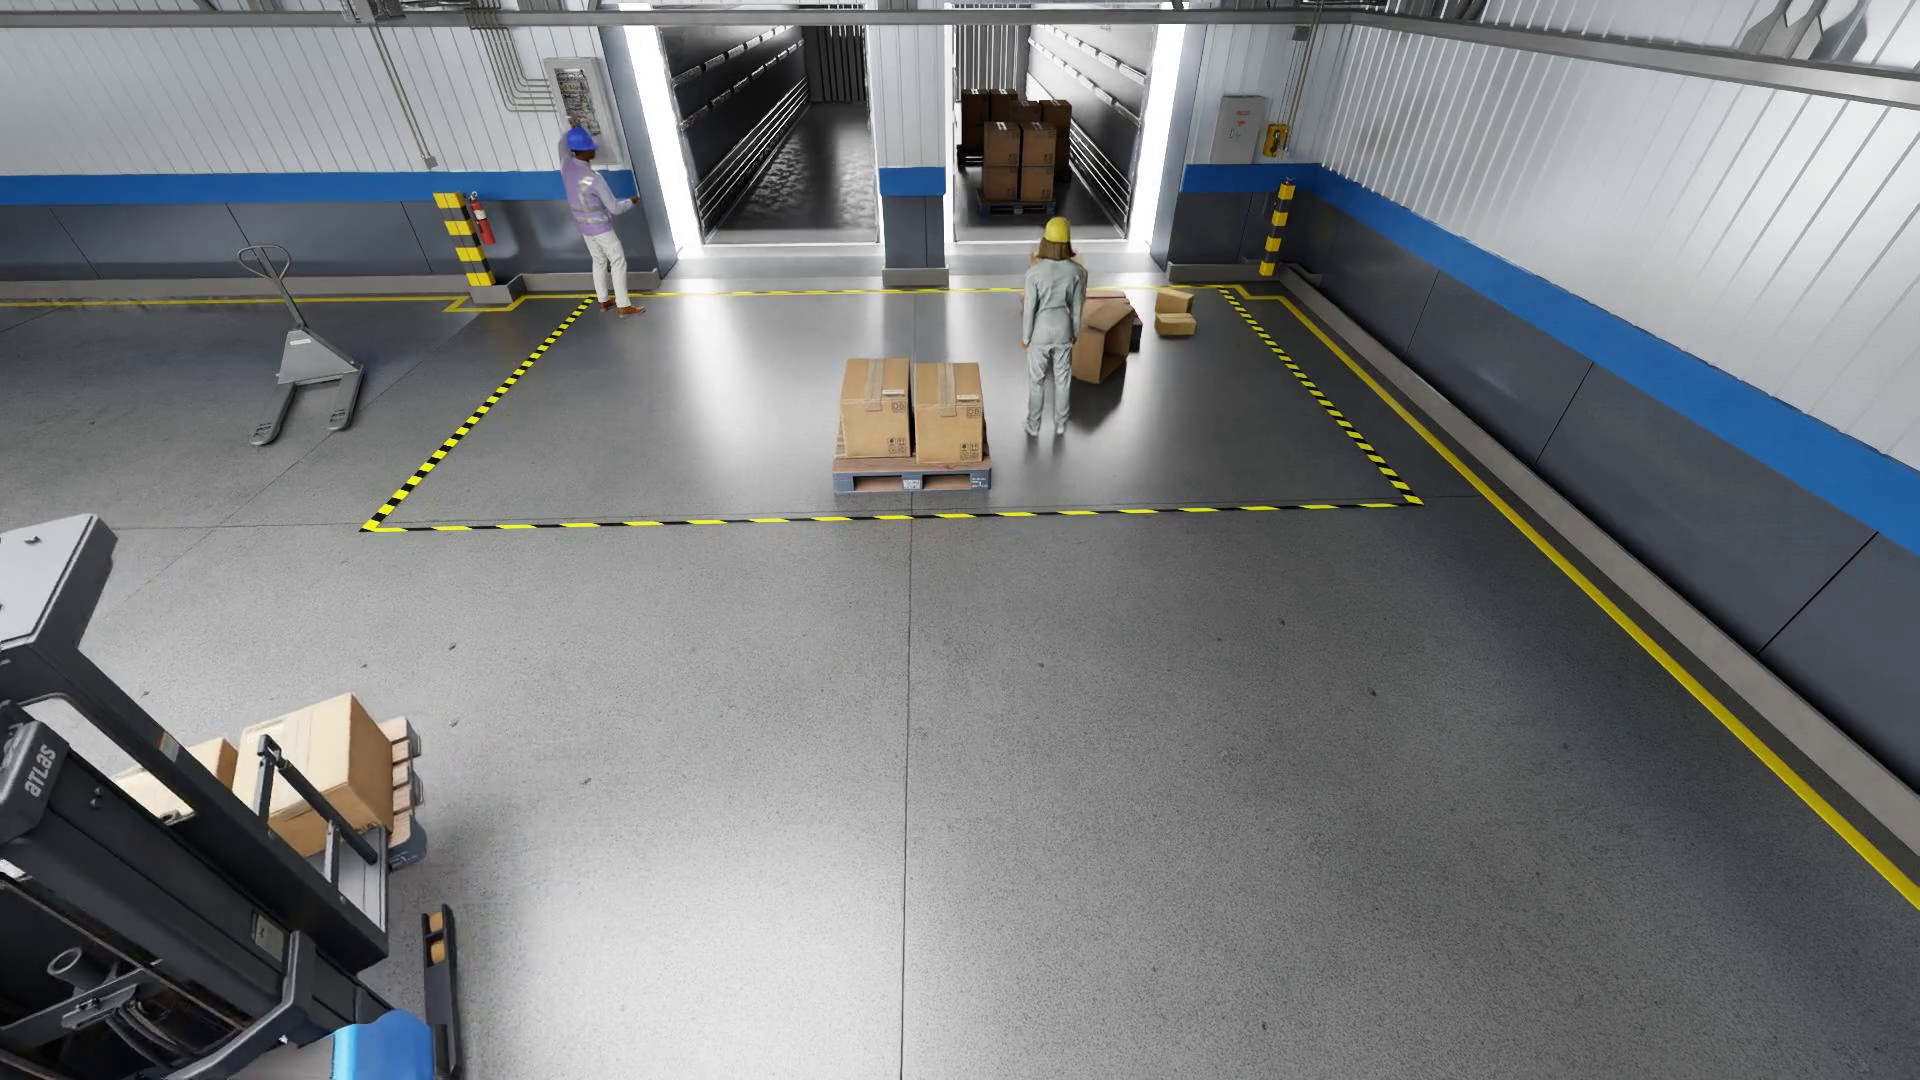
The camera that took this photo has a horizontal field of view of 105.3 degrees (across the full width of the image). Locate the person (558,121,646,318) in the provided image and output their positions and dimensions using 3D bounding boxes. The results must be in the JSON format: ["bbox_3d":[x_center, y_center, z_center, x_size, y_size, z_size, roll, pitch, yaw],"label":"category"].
[{"bbox_3d":[-3.949,-3.530,8.097,1.001,1.906,0.746,22,44,26],"label":"person"}]

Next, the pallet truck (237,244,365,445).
[{"bbox_3d":[-5.915,-1.733,6.366,0.680,1.201,1.601,-18,42,-21],"label":"pallet truck"}]

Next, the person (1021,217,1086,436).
[{"bbox_3d":[0.721,-1.658,5.865,0.491,1.742,0.313,-8,39,-10],"label":"person"}]

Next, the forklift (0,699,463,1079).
[{"bbox_3d":[-2.032,1.394,1.780,0.716,2.013,0.776,-21,43,-24],"label":"forklift"}]
